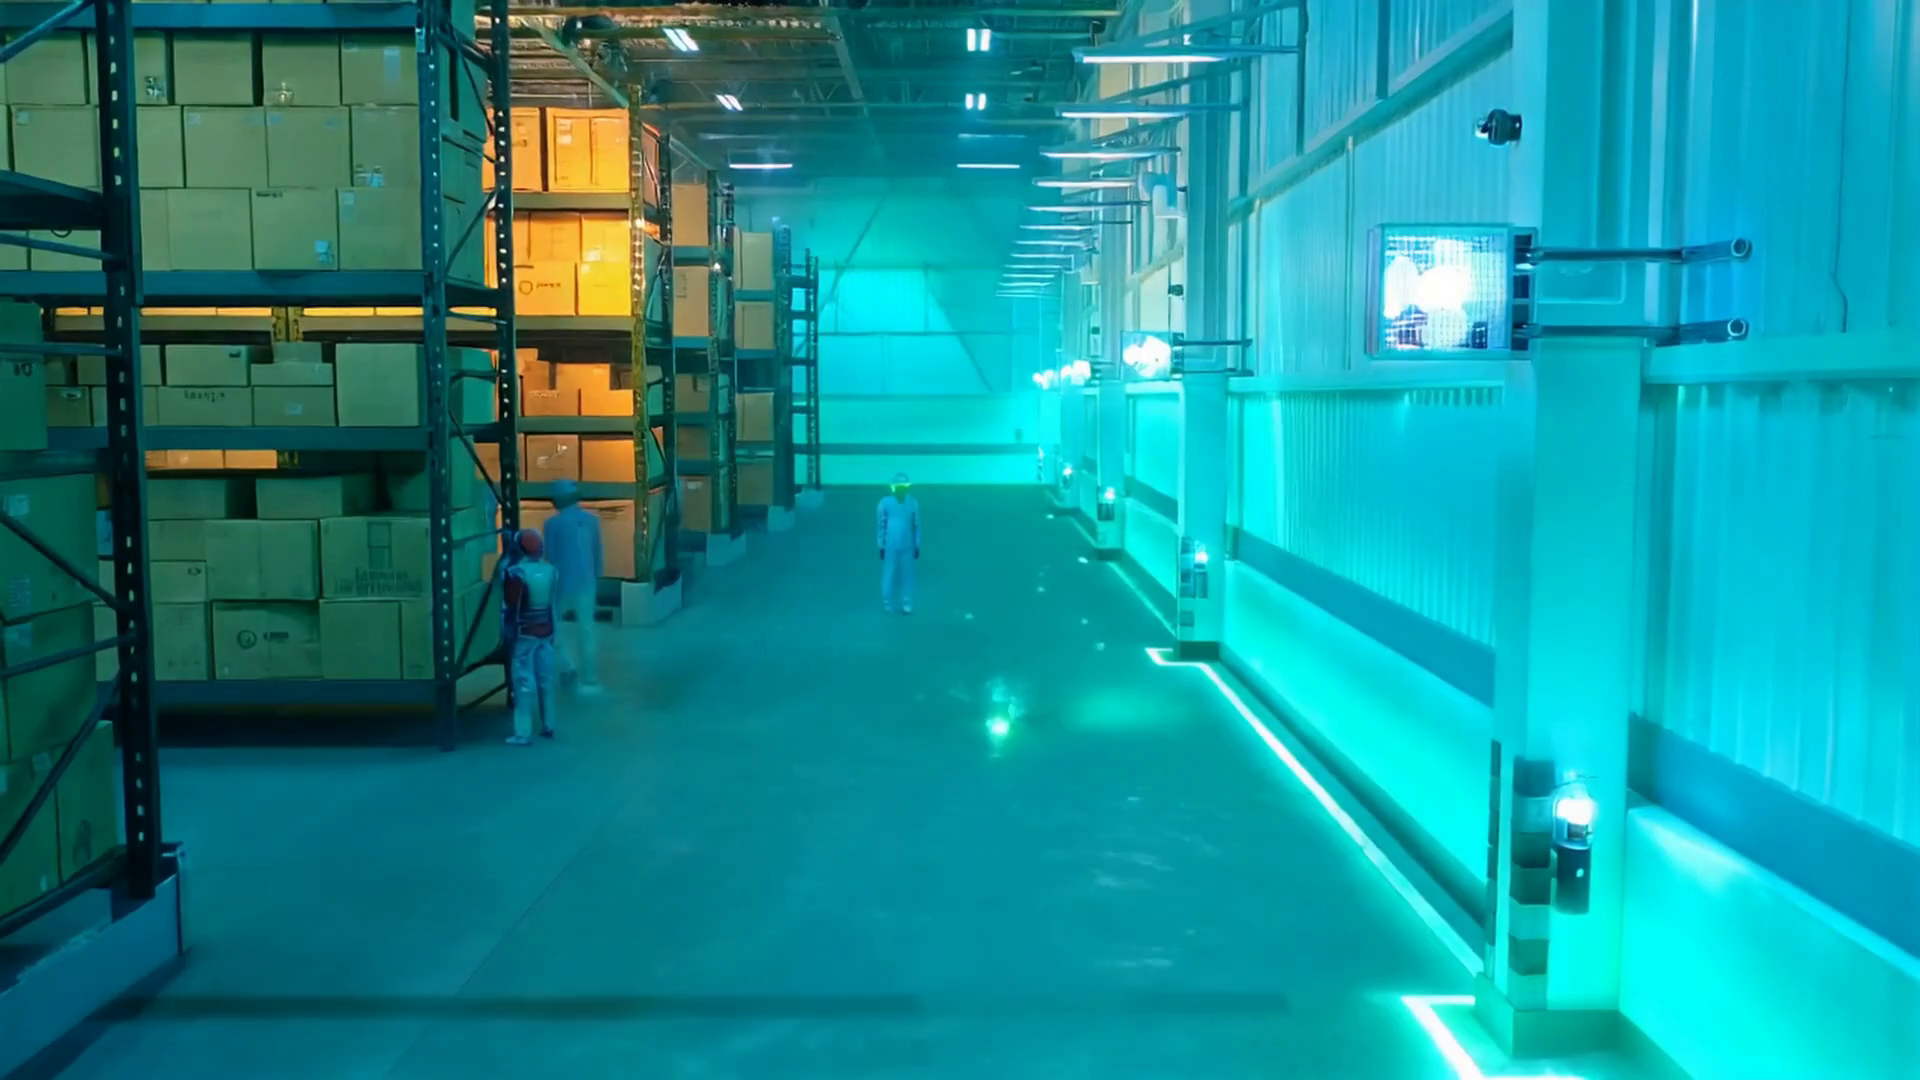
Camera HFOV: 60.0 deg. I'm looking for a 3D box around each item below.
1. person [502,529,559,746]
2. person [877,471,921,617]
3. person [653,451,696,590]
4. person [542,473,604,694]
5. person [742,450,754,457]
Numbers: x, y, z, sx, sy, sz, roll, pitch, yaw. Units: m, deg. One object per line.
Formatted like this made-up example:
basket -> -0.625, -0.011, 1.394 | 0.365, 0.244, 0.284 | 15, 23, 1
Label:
person -> -3.235, 0.732, 12.584 | 0.312, 1.632, 0.525 | 3, 6, 31
person -> -0.719, 0.049, 19.887 | 0.567, 1.744, 0.351 | -3, 6, -28
person -> -3.863, -0.247, 22.368 | 0.719, 1.917, 0.552 | 3, 6, 27
person -> -3.430, 0.389, 14.652 | 0.560, 1.961, 0.685 | 4, 7, 42
person -> -5.348, -1.872, 42.558 | 0.691, 1.705, 0.498 | 2, 5, 26
